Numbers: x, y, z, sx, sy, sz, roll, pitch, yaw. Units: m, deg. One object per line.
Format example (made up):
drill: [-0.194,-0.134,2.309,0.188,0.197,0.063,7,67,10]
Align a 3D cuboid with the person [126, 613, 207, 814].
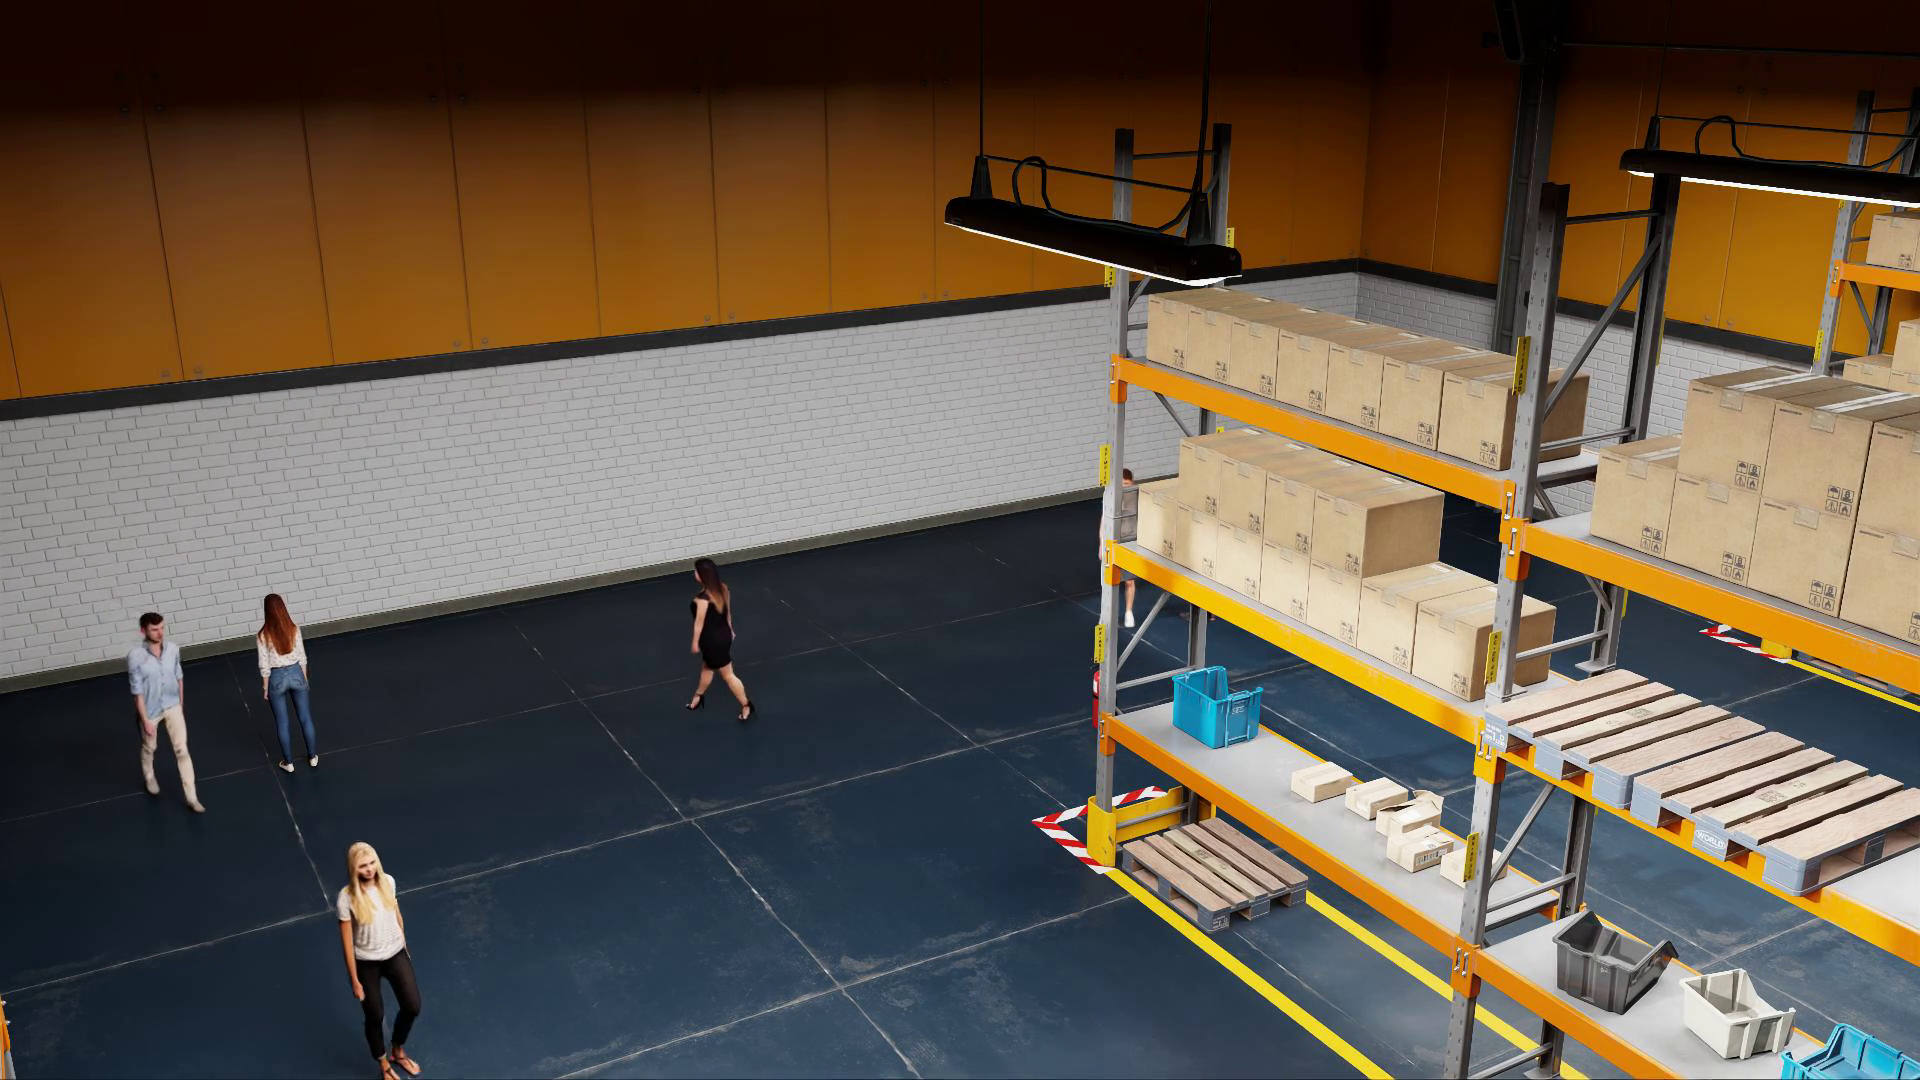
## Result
person: [-7.149,1.506,14.750,0.882,1.797,1.320,-17,25,-42]

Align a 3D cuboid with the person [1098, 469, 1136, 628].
person: [1.840,0.075,18.891,0.751,1.866,0.792,3,19,10]

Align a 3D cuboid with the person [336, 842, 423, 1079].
person: [-3.899,2.769,10.968,0.725,1.818,0.734,14,23,36]

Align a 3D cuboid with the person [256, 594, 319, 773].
person: [-6.246,1.318,15.420,0.571,1.726,0.501,-11,22,-30]

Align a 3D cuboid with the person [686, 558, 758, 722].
person: [-2.326,1.029,16.364,1.148,1.671,1.061,6,19,17]
